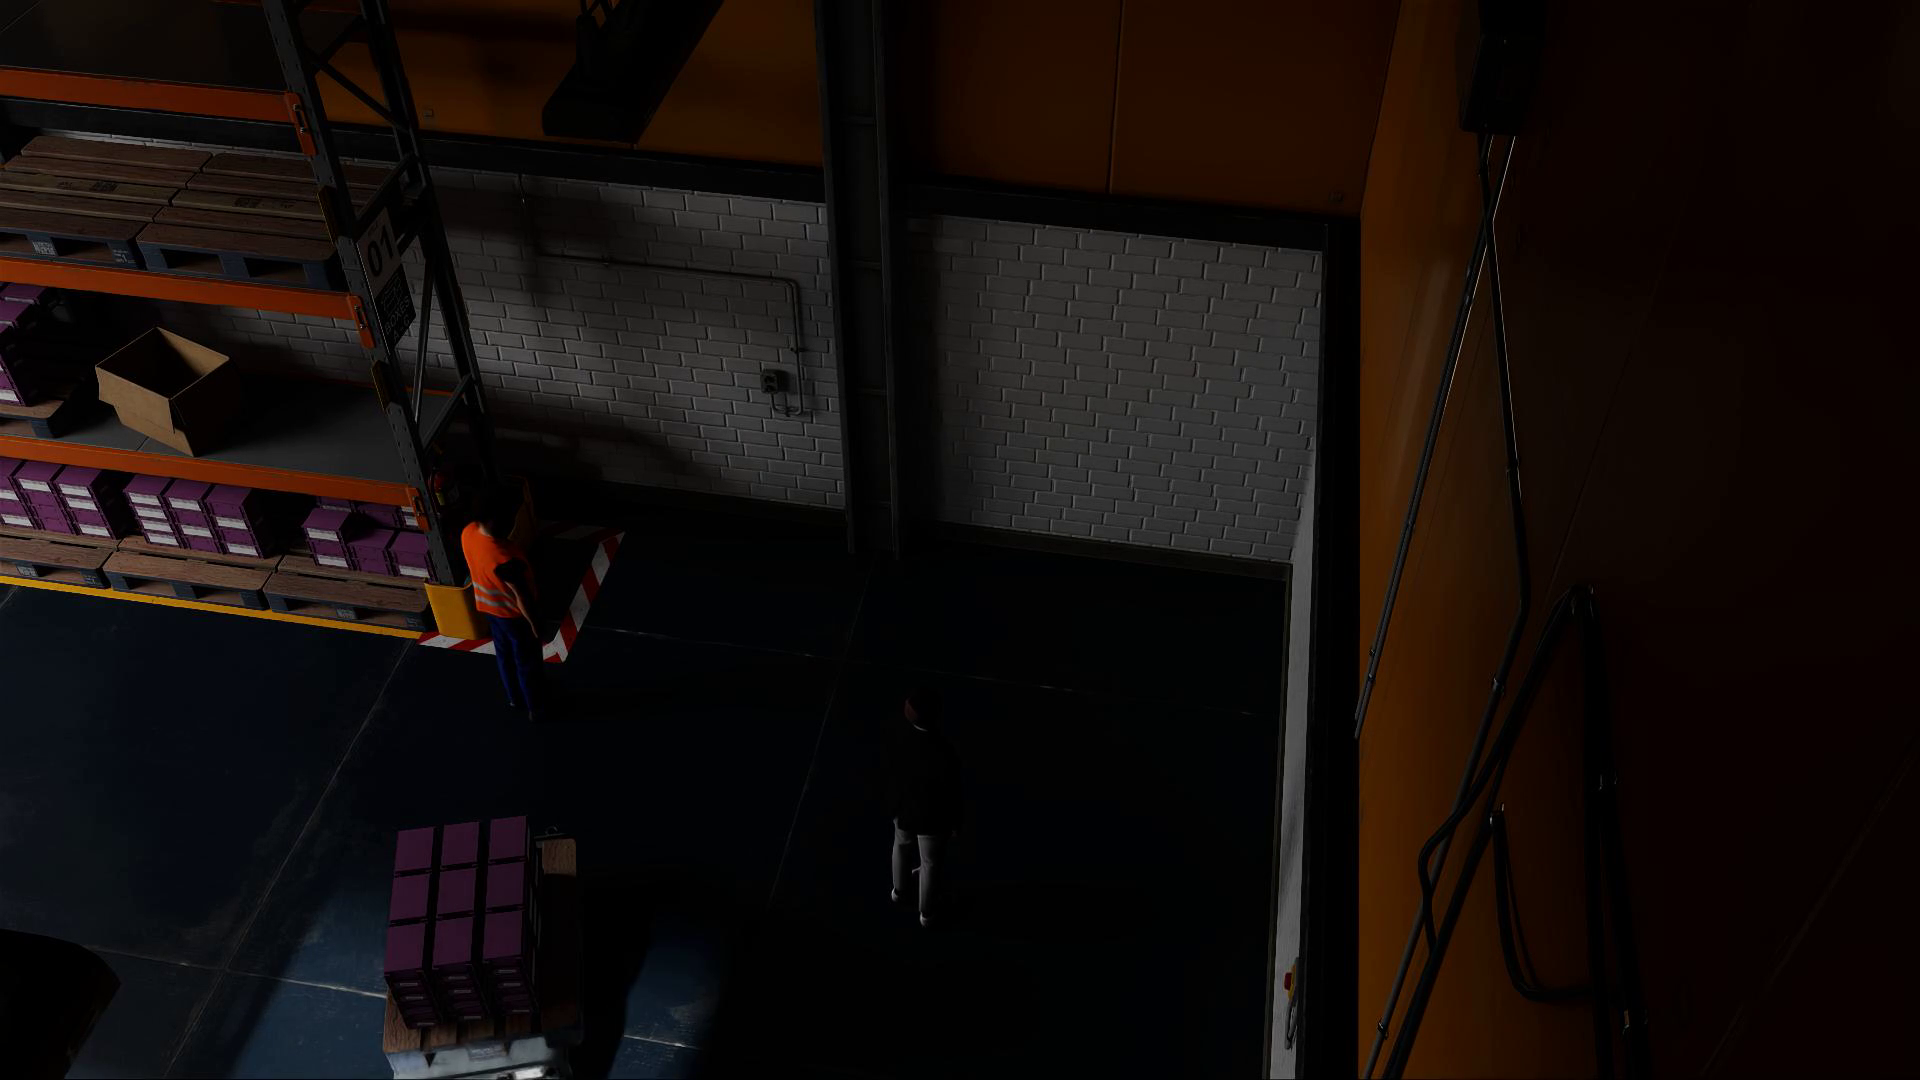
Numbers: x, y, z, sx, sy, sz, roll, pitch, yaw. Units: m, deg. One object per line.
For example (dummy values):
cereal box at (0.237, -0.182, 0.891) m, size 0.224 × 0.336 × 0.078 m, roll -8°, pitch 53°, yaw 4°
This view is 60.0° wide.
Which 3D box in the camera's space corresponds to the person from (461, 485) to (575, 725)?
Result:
person at (-2.840, 0.423, 10.475) m, size 0.747 × 1.880 × 0.847 m, roll 31°, pitch 52°, yaw 29°

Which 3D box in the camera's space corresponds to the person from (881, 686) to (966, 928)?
person at (-0.231, 1.462, 9.332) m, size 0.710 × 1.951 × 0.840 m, roll 29°, pitch 51°, yaw 27°
